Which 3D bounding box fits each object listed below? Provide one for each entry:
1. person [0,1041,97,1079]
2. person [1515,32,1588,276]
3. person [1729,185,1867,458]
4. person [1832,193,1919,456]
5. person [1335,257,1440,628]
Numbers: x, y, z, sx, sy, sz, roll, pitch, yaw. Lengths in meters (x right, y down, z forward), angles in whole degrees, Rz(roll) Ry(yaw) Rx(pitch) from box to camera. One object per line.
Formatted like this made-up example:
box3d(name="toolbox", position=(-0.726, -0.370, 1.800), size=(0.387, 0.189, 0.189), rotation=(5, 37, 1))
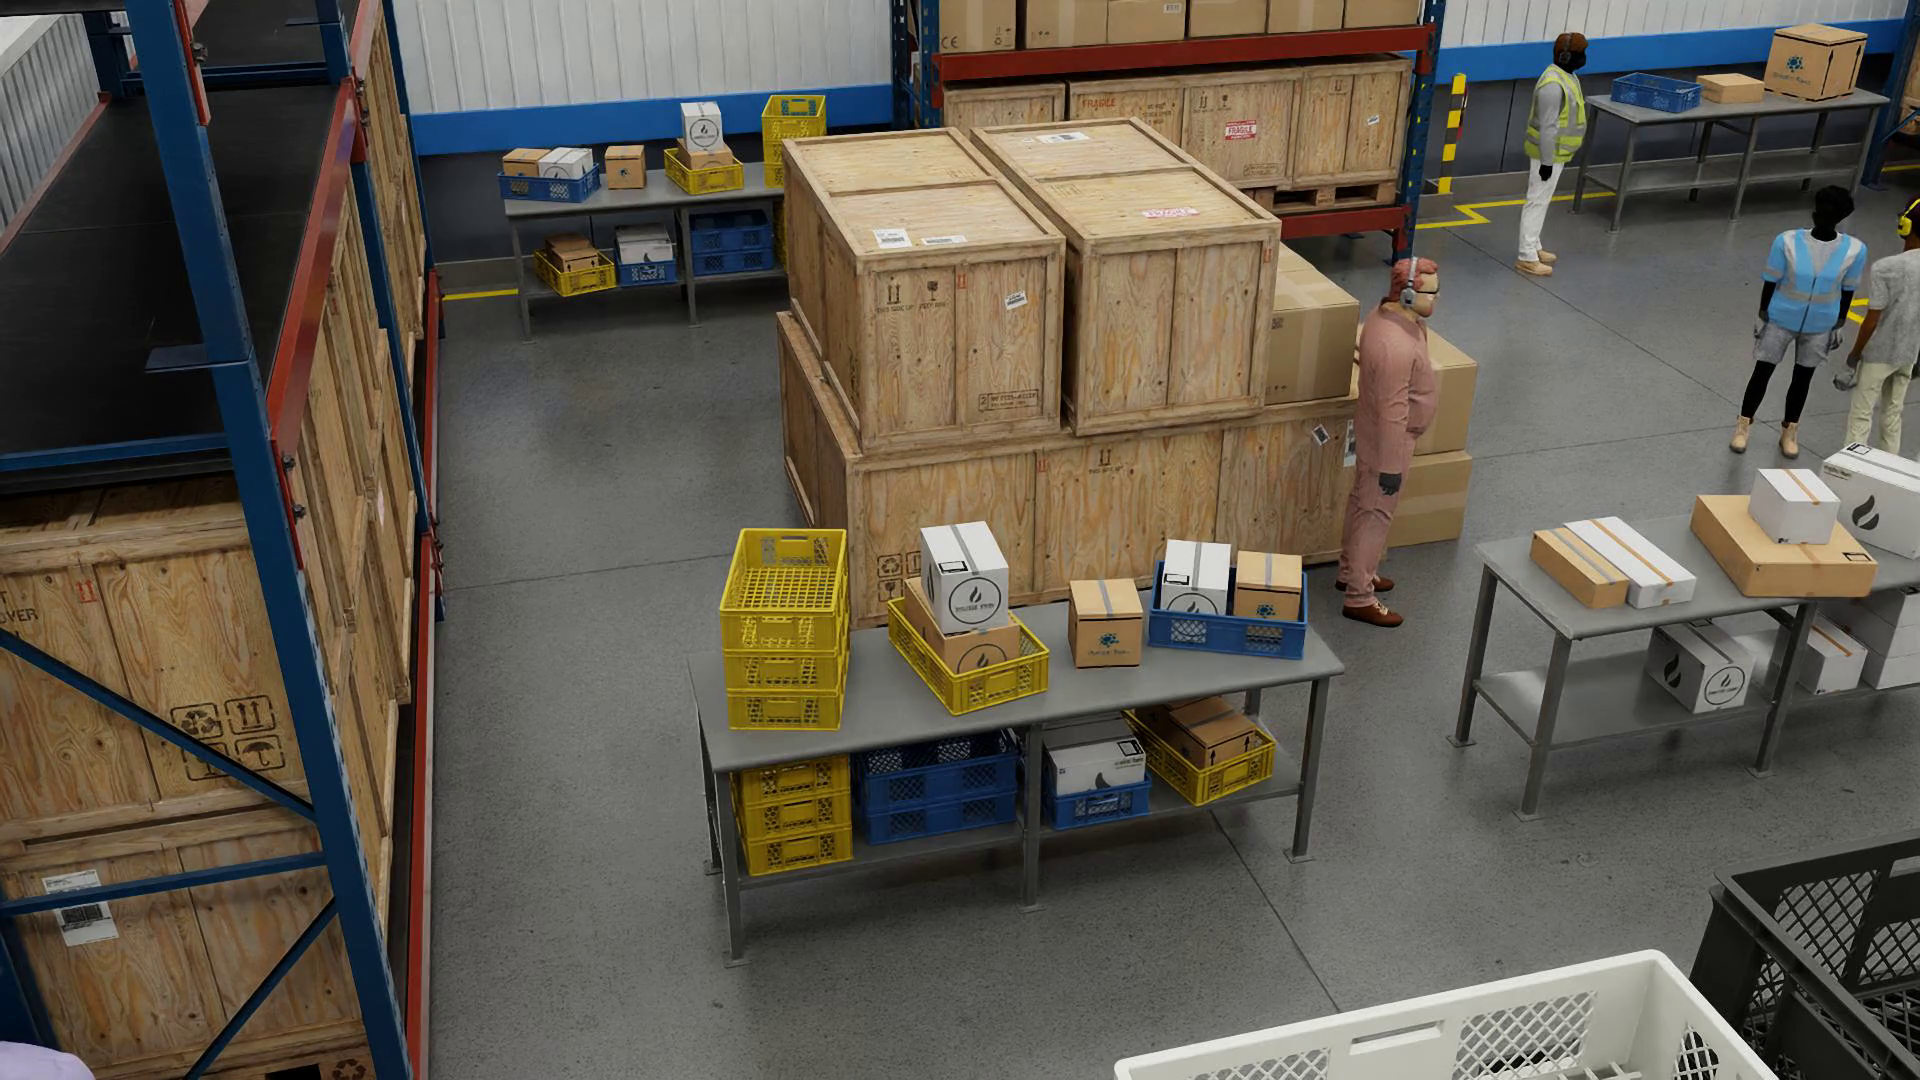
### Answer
box3d(name="person", position=(-2.323, 1.758, 4.182), size=(0.630, 1.940, 0.372), rotation=(-1, 29, -2))
box3d(name="person", position=(4.604, -3.004, 12.926), size=(0.429, 1.844, 0.626), rotation=(12, 31, 21))
box3d(name="person", position=(5.048, -1.310, 9.993), size=(0.535, 1.699, 0.322), rotation=(10, 30, 17))
box3d(name="person", position=(5.151, -1.013, 9.281), size=(0.521, 1.873, 0.334), rotation=(-5, 29, -9))
box3d(name="person", position=(2.154, -0.498, 8.310), size=(0.403, 1.906, 0.651), rotation=(4, 29, 6))
